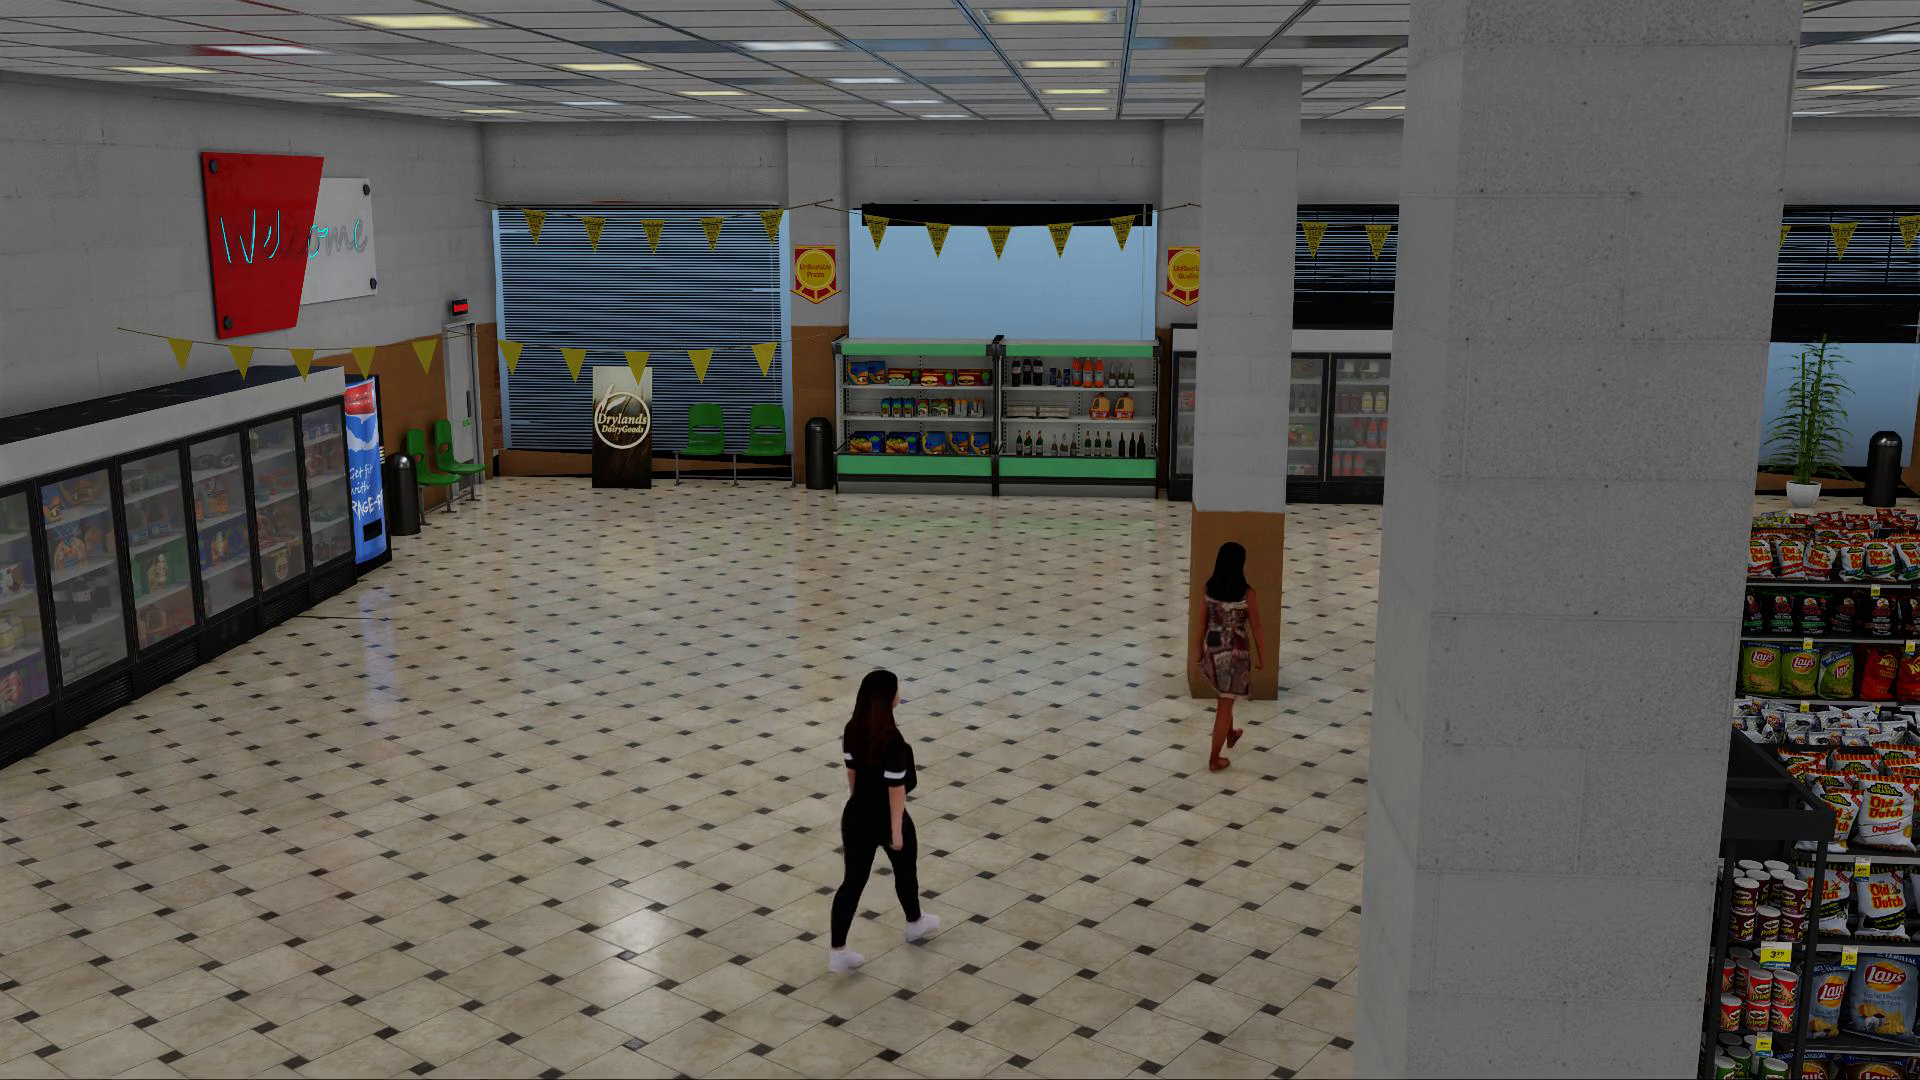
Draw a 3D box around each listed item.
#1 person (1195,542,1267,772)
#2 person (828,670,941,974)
[{"bbox_3d":[1.858,0.846,11.831,1.002,1.621,0.990,8,14,34],"label":"person"},{"bbox_3d":[-0.499,1.508,8.757,1.104,1.593,1.060,10,16,40],"label":"person"}]
